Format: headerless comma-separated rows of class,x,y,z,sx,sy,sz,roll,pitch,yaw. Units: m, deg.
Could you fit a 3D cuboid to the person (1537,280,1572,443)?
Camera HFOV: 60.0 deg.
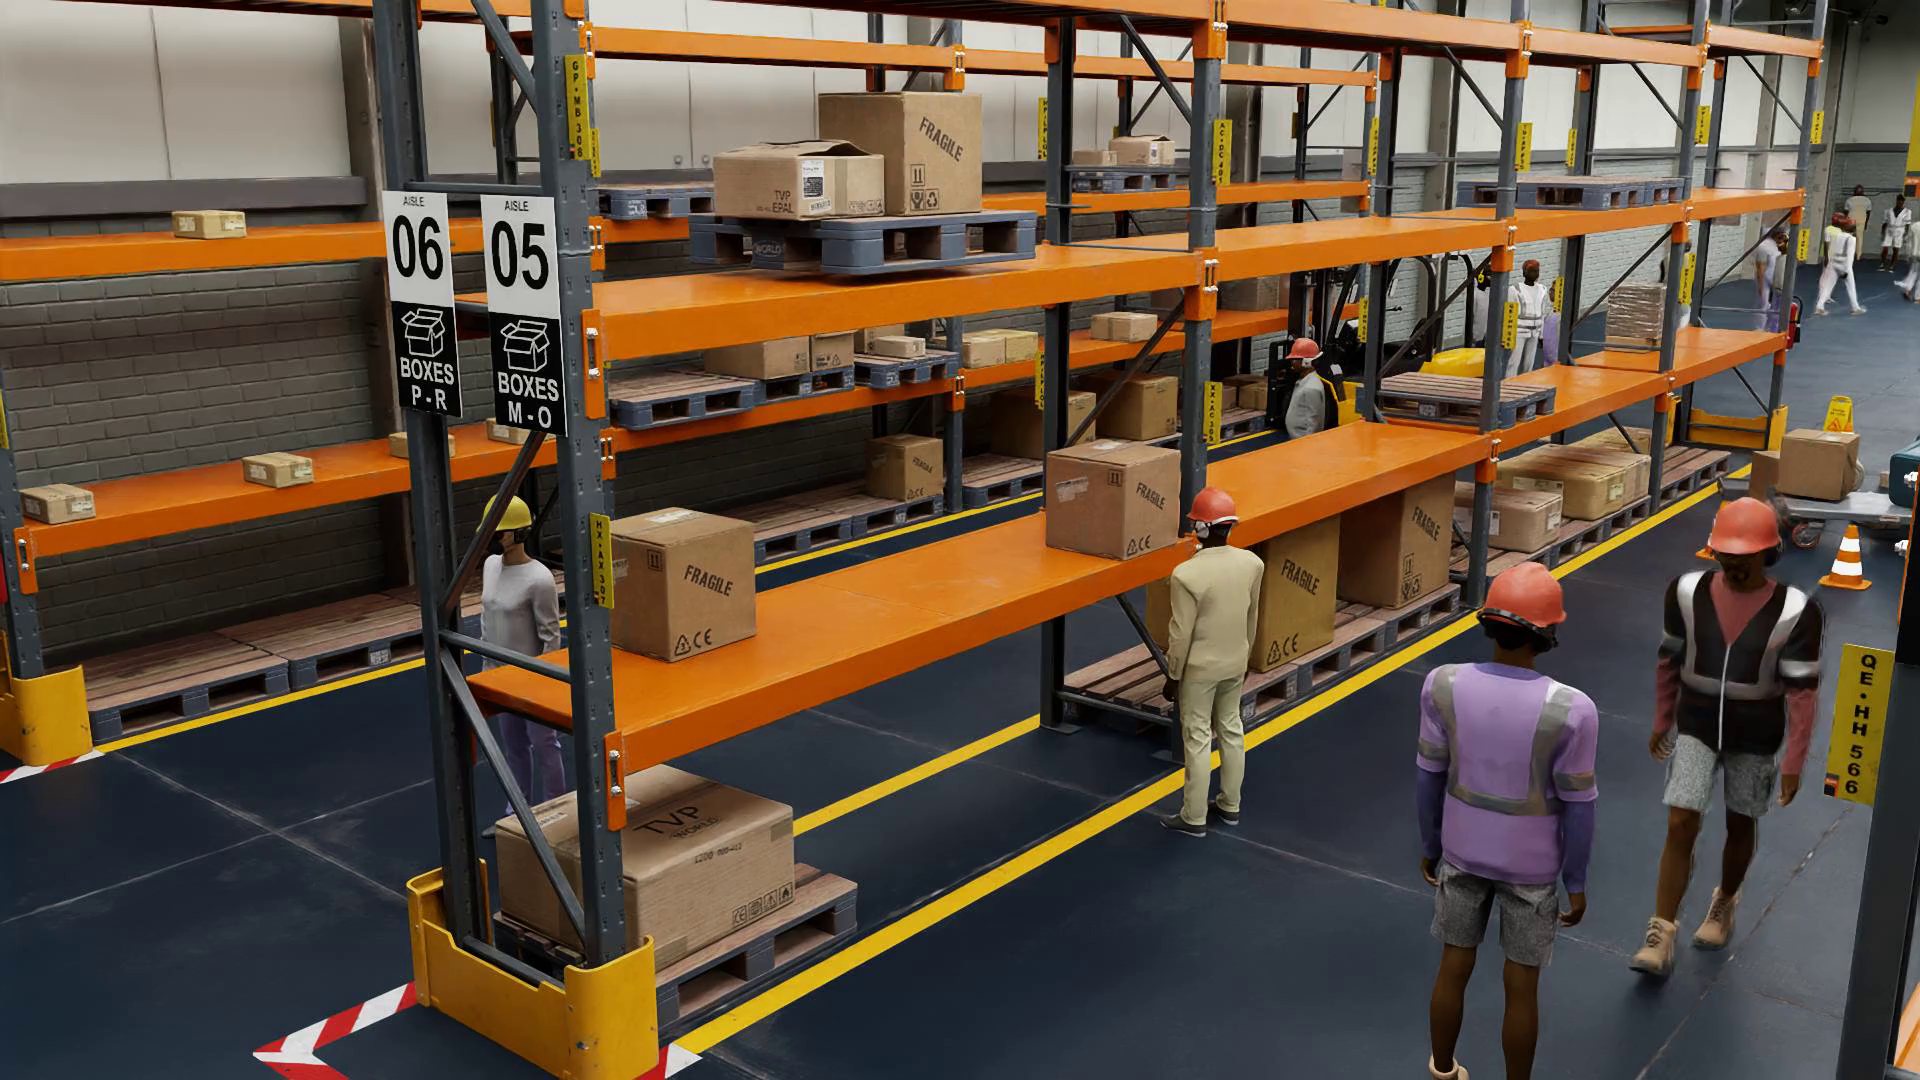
person,6.662,-2.008,18.646,0.345,1.847,0.508,-1,14,-3

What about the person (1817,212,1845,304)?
person,17.699,-5.730,33.812,0.565,1.840,0.390,-12,18,-39

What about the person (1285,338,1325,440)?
person,2.890,-0.832,14.048,0.342,1.750,0.568,1,14,5

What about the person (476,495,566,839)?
person,-2.132,0.641,8.025,0.524,1.770,0.315,11,17,37

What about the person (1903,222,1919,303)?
person,19.598,-5.774,33.821,0.431,1.919,0.651,-6,15,-22

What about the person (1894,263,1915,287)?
person,21.379,-6.414,37.106,0.782,1.591,0.521,9,16,31

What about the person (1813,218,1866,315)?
person,16.821,-5.198,31.665,0.989,1.837,0.577,-3,14,-10

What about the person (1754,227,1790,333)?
person,13.433,-4.267,27.441,0.685,2.000,0.545,-3,14,-10

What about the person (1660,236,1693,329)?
person,11.426,-3.908,26.444,0.627,1.823,0.446,10,17,35

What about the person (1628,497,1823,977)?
person,3.092,0.829,6.768,0.639,2.000,0.983,10,17,36

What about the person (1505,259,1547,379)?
person,7.079,-2.562,20.823,0.574,1.885,0.356,-6,15,-22

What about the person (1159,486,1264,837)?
person,1.226,0.597,8.229,0.563,1.751,0.330,-10,17,-34

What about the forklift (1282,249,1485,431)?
forklift,4.886,-2.214,18.767,2.313,2.155,1.214,11,18,38

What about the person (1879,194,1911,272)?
person,23.161,-7.586,41.181,0.622,1.933,0.563,10,17,35

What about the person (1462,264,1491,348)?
person,6.360,-2.461,20.478,0.327,1.861,0.507,9,17,33

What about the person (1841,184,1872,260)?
person,24.421,-8.681,45.414,0.688,2.000,0.539,2,14,9

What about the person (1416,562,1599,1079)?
person,1.860,1.070,5.706,0.607,2.044,0.375,10,17,36

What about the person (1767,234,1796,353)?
person,12.983,-3.902,26.318,0.310,1.864,0.534,-2,14,-8
